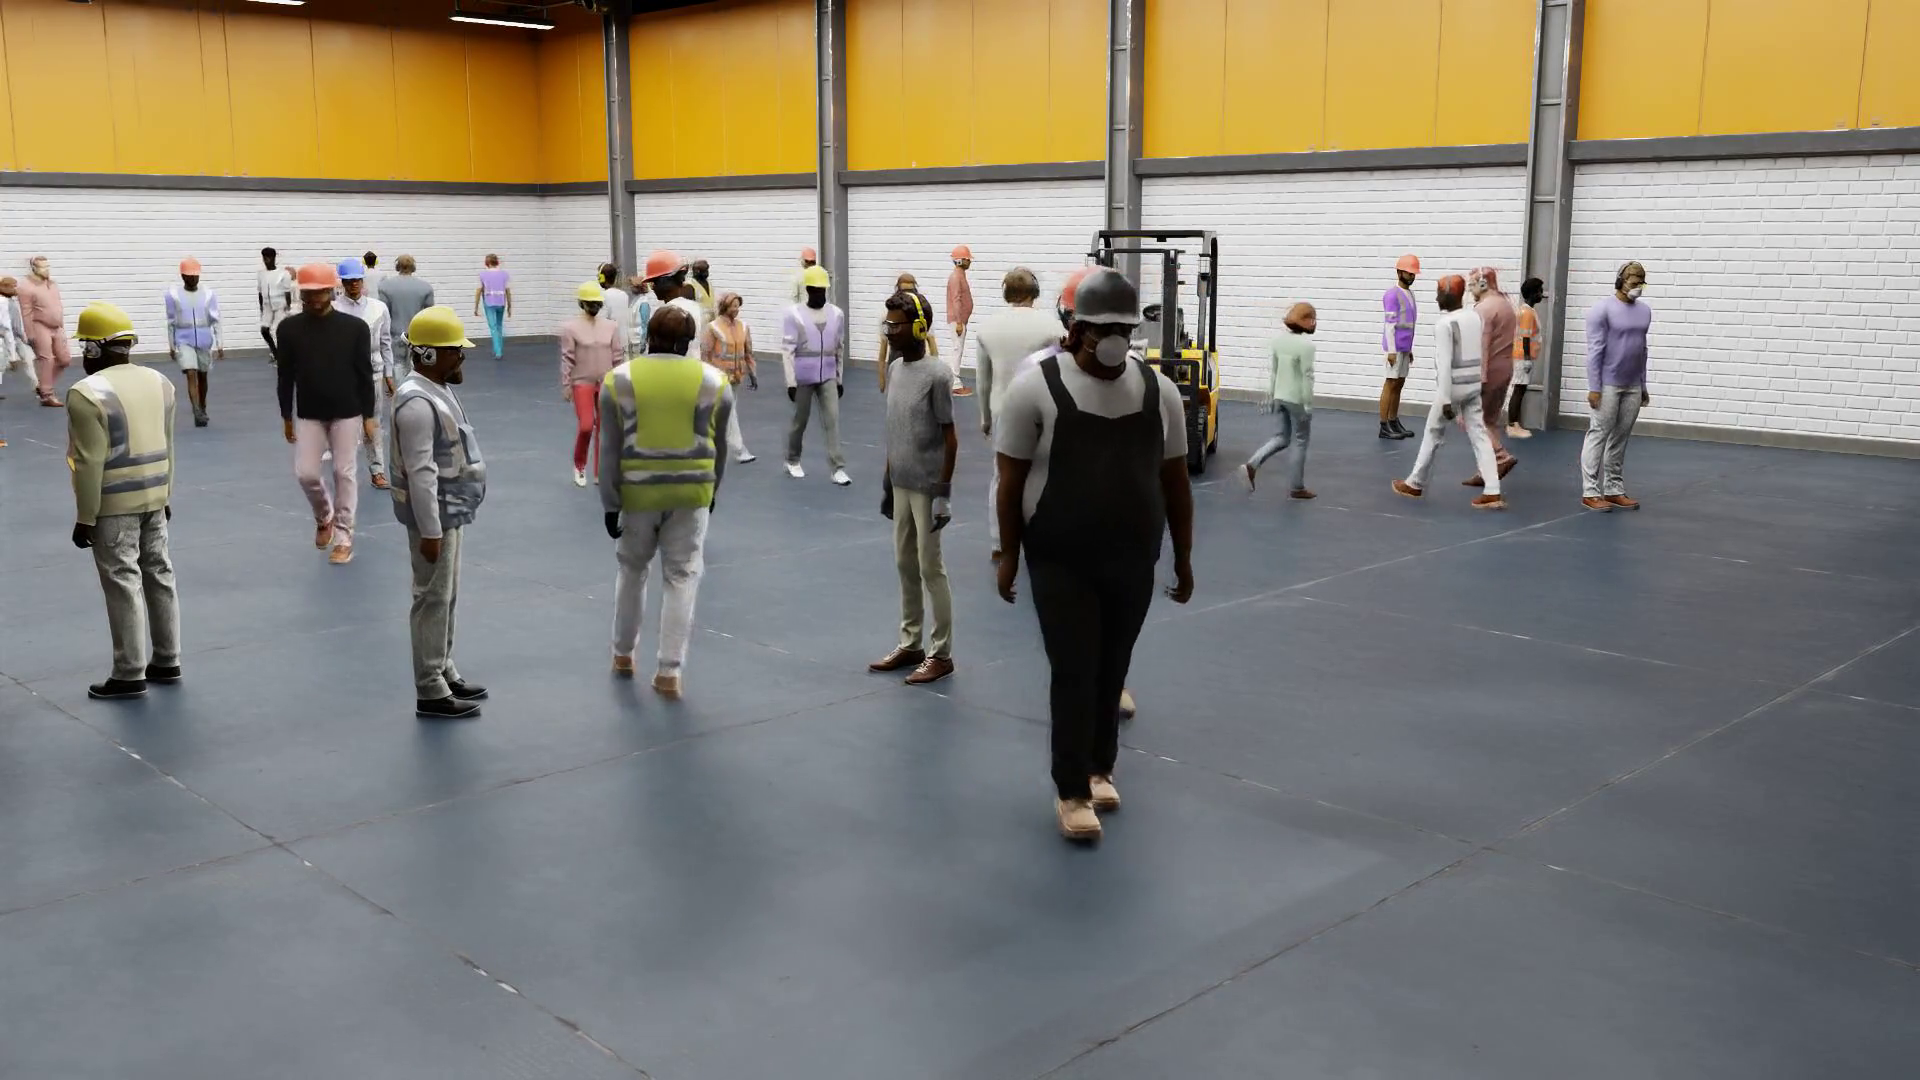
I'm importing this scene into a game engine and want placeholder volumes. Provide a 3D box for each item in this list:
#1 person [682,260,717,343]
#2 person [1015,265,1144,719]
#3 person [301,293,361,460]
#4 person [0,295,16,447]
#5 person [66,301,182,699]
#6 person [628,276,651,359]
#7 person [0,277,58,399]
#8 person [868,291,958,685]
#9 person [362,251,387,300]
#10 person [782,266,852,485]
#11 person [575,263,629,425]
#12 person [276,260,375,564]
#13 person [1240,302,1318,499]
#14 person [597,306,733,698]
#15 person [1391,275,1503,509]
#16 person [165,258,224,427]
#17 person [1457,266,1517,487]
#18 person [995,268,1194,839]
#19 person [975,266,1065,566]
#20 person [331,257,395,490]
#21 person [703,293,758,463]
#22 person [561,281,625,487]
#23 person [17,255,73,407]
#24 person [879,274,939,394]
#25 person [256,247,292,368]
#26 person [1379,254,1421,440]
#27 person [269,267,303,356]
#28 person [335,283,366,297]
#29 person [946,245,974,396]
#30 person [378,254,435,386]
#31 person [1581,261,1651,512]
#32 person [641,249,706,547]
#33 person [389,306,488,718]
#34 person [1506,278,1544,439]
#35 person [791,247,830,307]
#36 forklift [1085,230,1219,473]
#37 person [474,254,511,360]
[{"bbox_3d":[-3.543,-2.972,23.027,0.965,1.787,0.655,6,12,28],"label":"person"},{"bbox_3d":[0.533,-0.158,7.093,0.610,2.006,0.479,-3,11,-14],"label":"person"},{"bbox_3d":[-5.990,-1.693,15.763,0.445,1.903,0.606,2,11,9],"label":"person"},{"bbox_3d":[-9.994,-1.885,16.964,0.878,1.855,0.585,9,14,40],"label":"person"},{"bbox_3d":[-3.877,-0.179,7.690,0.403,1.833,0.586,2,11,13],"label":"person"},{"bbox_3d":[-3.934,-2.430,20.498,0.307,1.638,0.513,-5,12,-26],"label":"person"},{"bbox_3d":[-12.358,-2.625,21.695,0.825,1.591,0.508,-4,11,-20],"label":"person"},{"bbox_3d":[-0.214,-0.241,7.952,0.317,1.860,0.523,-7,13,-35],"label":"person"},{"bbox_3d":[-9.638,-3.806,27.354,0.512,1.877,0.328,-3,11,-17],"label":"person"},{"bbox_3d":[-1.271,-1.436,14.439,0.607,1.879,1.004,-6,12,-28],"label":"person"},{"bbox_3d":[-3.872,-2.126,18.359,0.964,1.818,0.538,7,13,35],"label":"person"},{"bbox_3d":[-4.135,-0.837,10.890,0.616,1.979,0.485,-2,11,-9],"label":"person"},{"bbox_3d":[2.600,-1.103,13.344,0.618,1.607,0.518,-5,11,-24],"label":"person"},{"bbox_3d":[-1.393,-0.202,7.907,0.628,1.798,0.829,-2,11,-10],"label":"person"},{"bbox_3d":[3.907,-1.167,13.116,0.587,1.829,1.037,-6,12,-32],"label":"person"},{"bbox_3d":[-8.664,-2.243,18.840,0.553,1.884,1.022,-7,12,-33],"label":"person"},{"bbox_3d":[4.473,-1.364,14.032,0.495,1.874,0.681,8,13,37],"label":"person"},{"bbox_3d":[0.534,0.038,5.936,0.713,2.000,0.774,-3,11,-17],"label":"person"},{"bbox_3d":[0.403,-0.783,10.723,0.671,1.928,0.398,6,12,31],"label":"person"},{"bbox_3d":[-5.038,-1.376,13.898,0.604,1.949,0.389,-6,12,-31],"label":"person"},{"bbox_3d":[-2.178,-1.535,15.748,0.886,1.587,0.529,10,14,42],"label":"person"},{"bbox_3d":[-3.068,-1.297,14.019,0.527,1.756,0.375,-8,13,-36],"label":"person"},{"bbox_3d":[-11.384,-2.598,20.724,0.432,1.888,0.665,2,11,11],"label":"person"},{"bbox_3d":[-0.475,-1.530,15.201,0.532,1.797,0.985,-4,11,-19],"label":"person"},{"bbox_3d":[-11.068,-3.750,26.857,0.607,1.951,0.417,1,10,7],"label":"person"},{"bbox_3d":[4.641,-2.025,17.486,0.376,1.931,0.542,8,13,37],"label":"person"},{"bbox_3d":[-11.303,-3.796,28.067,0.870,1.593,0.519,0,10,0],"label":"person"},{"bbox_3d":[-8.961,-3.202,24.401,0.530,1.752,0.554,1,10,4],"label":"person"},{"bbox_3d":[0.005,-2.921,22.194,0.378,1.996,0.611,1,10,4],"label":"person"},{"bbox_3d":[-6.614,-2.468,19.976,0.652,1.900,0.920,-3,11,-16],"label":"person"},{"bbox_3d":[5.105,-1.187,12.910,0.627,1.934,0.370,-5,12,-27],"label":"person"},{"bbox_3d":[-1.968,-0.964,11.417,0.389,2.036,0.605,2,11,13],"label":"person"},{"bbox_3d":[-2.309,-0.120,7.396,0.403,1.826,0.591,-2,11,-10],"label":"person"},{"bbox_3d":[5.964,-1.915,17.548,0.320,1.689,0.525,3,11,16],"label":"person"},{"bbox_3d":[-2.288,-3.418,25.009,0.605,1.960,0.870,-8,13,-38],"label":"person"},{"bbox_3d":[1.804,-1.825,15.677,1.214,2.155,2.313,2,11,13],"label":"forklift"},{"bbox_3d":[-8.068,-4.002,28.612,0.571,1.809,0.901,-9,14,-40],"label":"person"}]
